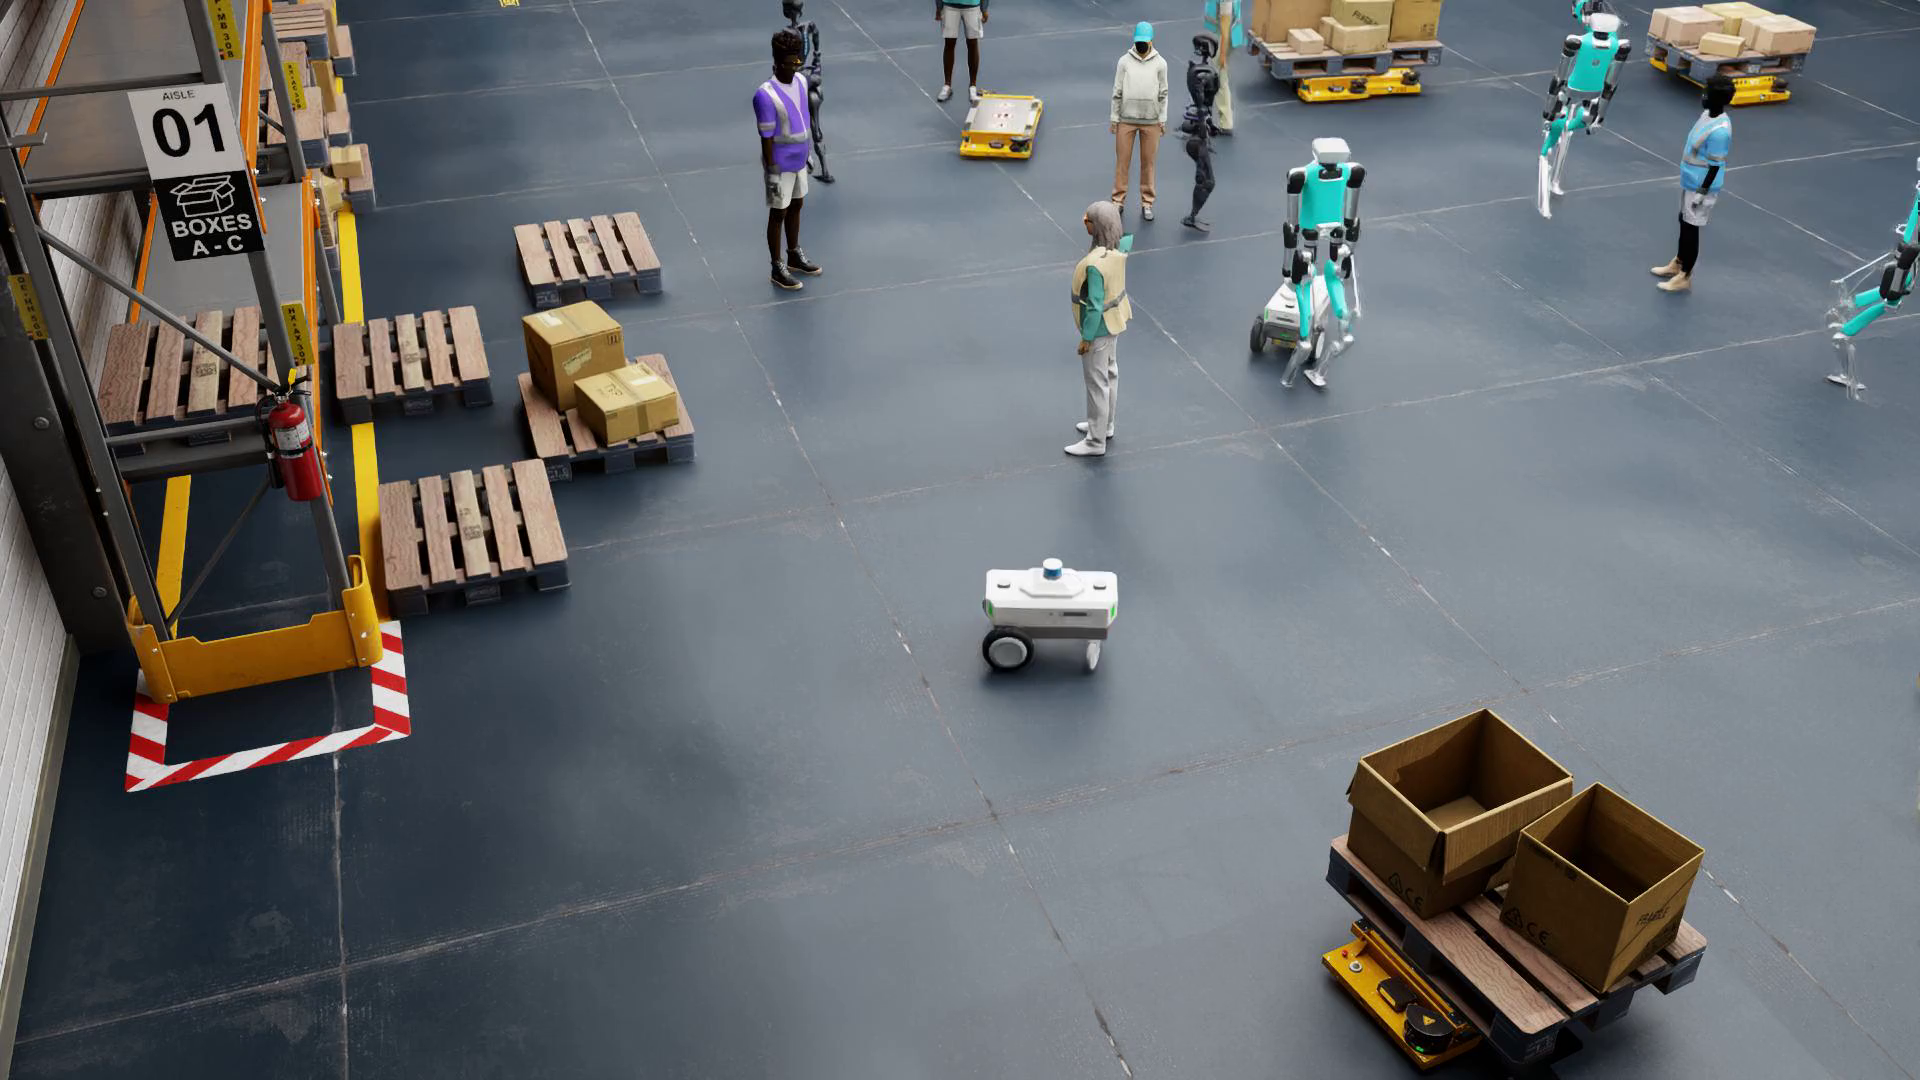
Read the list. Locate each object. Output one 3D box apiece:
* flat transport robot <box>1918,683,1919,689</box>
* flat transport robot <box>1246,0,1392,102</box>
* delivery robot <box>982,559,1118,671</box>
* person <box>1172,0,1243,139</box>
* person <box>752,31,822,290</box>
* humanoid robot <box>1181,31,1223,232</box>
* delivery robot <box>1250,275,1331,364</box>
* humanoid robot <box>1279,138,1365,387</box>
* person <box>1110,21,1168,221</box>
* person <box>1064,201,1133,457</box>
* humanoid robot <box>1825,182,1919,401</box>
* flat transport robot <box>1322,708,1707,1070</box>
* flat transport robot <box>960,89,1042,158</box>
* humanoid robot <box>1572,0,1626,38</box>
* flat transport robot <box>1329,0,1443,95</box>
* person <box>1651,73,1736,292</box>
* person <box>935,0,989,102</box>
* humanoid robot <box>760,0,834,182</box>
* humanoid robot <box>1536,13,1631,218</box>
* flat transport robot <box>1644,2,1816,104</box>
[{"bbox_3d":[5.696,0.973,8.367,0.659,0.231,1.431,-18,37,-25],"label":"flat transport robot"},{"bbox_3d":[3.696,-4.885,17.350,0.659,0.231,1.431,-6,34,-8],"label":"flat transport robot"},{"bbox_3d":[0.463,0.383,9.013,0.771,0.600,0.523,1,33,1],"label":"delivery robot"},{"bbox_3d":[2.313,-4.661,15.588,0.719,1.813,0.598,4,33,6],"label":"person"},{"bbox_3d":[-1.320,-2.922,12.791,0.374,1.962,0.603,17,37,24],"label":"person"},{"bbox_3d":[2.019,-3.391,13.767,0.363,1.655,0.605,8,34,11],"label":"humanoid robot"},{"bbox_3d":[2.466,-1.678,12.142,0.499,0.563,0.738,15,36,21],"label":"delivery robot"},{"bbox_3d":[2.480,-1.767,11.219,0.543,1.793,0.673,-6,34,-10],"label":"humanoid robot"},{"bbox_3d":[1.496,-3.503,13.942,0.475,1.675,0.375,3,33,5],"label":"person"},{"bbox_3d":[0.899,-1.335,10.586,0.365,1.709,0.464,11,35,16],"label":"person"},{"bbox_3d":[6.190,-1.794,11.273,0.681,1.811,0.534,23,40,31],"label":"humanoid robot"},{"bbox_3d":[2.340,1.740,7.190,1.431,0.231,0.659,-16,36,-23],"label":"flat transport robot"},{"bbox_3d":[0.409,-4.005,16.001,0.659,0.231,1.431,4,33,6],"label":"flat transport robot"},{"bbox_3d":[6.438,-5.384,16.803,0.719,1.796,0.544,2,33,3],"label":"humanoid robot"},{"bbox_3d":[4.297,-5.010,17.542,0.659,0.231,1.431,-4,33,-6],"label":"flat transport robot"},{"bbox_3d":[5.651,-2.727,12.737,0.318,1.699,0.543,6,34,9],"label":"person"},{"bbox_3d":[0.024,-5.338,16.518,0.551,1.938,0.431,4,33,6],"label":"person"},{"bbox_3d":[-1.468,-4.030,14.777,0.758,1.626,0.601,28,42,36],"label":"humanoid robot"},{"bbox_3d":[5.215,-3.691,14.215,0.563,1.761,0.910,2,33,3],"label":"humanoid robot"},{"bbox_3d":[7.896,-4.859,17.310,0.659,0.231,1.431,-8,34,-13],"label":"flat transport robot"}]
